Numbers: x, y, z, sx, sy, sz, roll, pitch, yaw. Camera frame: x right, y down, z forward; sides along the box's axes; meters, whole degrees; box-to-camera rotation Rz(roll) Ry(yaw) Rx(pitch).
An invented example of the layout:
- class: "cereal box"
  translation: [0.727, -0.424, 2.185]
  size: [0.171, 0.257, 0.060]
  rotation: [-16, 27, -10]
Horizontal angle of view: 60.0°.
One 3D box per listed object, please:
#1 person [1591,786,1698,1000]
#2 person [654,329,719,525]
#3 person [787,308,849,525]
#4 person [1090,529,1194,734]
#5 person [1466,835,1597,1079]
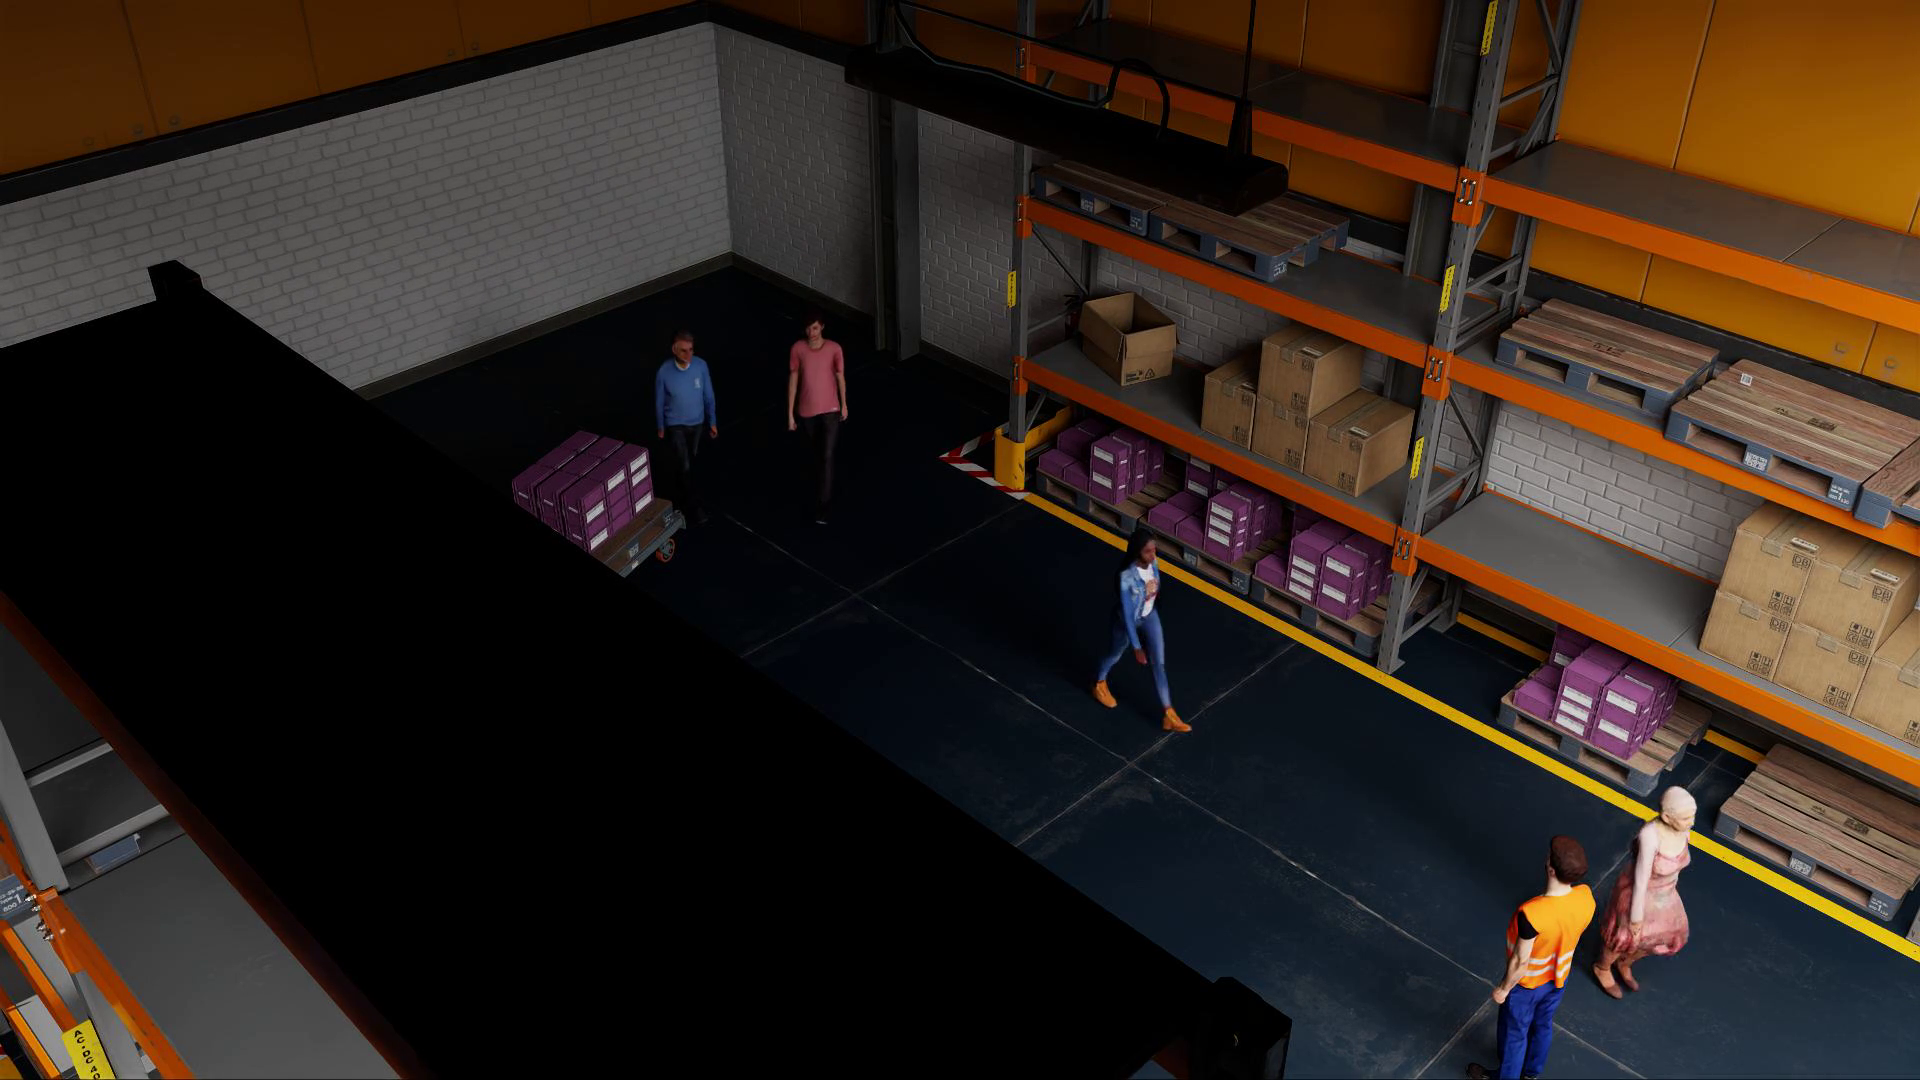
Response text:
- class: "person"
  translation: [4.039, 2.070, 9.968]
  size: [0.681, 1.678, 0.716]
  rotation: [-20, 39, -27]
- class: "person"
  translation: [-2.447, -1.082, 14.632]
  size: [0.810, 1.764, 1.111]
  rotation: [-18, 38, -25]
- class: "person"
  translation: [-1.228, -1.176, 14.649]
  size: [1.232, 1.902, 1.232]
  rotation: [3, 34, 4]
- class: "person"
  translation: [1.187, 0.616, 12.167]
  size: [0.628, 1.665, 1.157]
  rotation: [-28, 43, -35]
- class: "person"
  translation: [3.219, 2.408, 9.270]
  size: [0.760, 1.887, 0.732]
  rotation: [-16, 37, -23]
